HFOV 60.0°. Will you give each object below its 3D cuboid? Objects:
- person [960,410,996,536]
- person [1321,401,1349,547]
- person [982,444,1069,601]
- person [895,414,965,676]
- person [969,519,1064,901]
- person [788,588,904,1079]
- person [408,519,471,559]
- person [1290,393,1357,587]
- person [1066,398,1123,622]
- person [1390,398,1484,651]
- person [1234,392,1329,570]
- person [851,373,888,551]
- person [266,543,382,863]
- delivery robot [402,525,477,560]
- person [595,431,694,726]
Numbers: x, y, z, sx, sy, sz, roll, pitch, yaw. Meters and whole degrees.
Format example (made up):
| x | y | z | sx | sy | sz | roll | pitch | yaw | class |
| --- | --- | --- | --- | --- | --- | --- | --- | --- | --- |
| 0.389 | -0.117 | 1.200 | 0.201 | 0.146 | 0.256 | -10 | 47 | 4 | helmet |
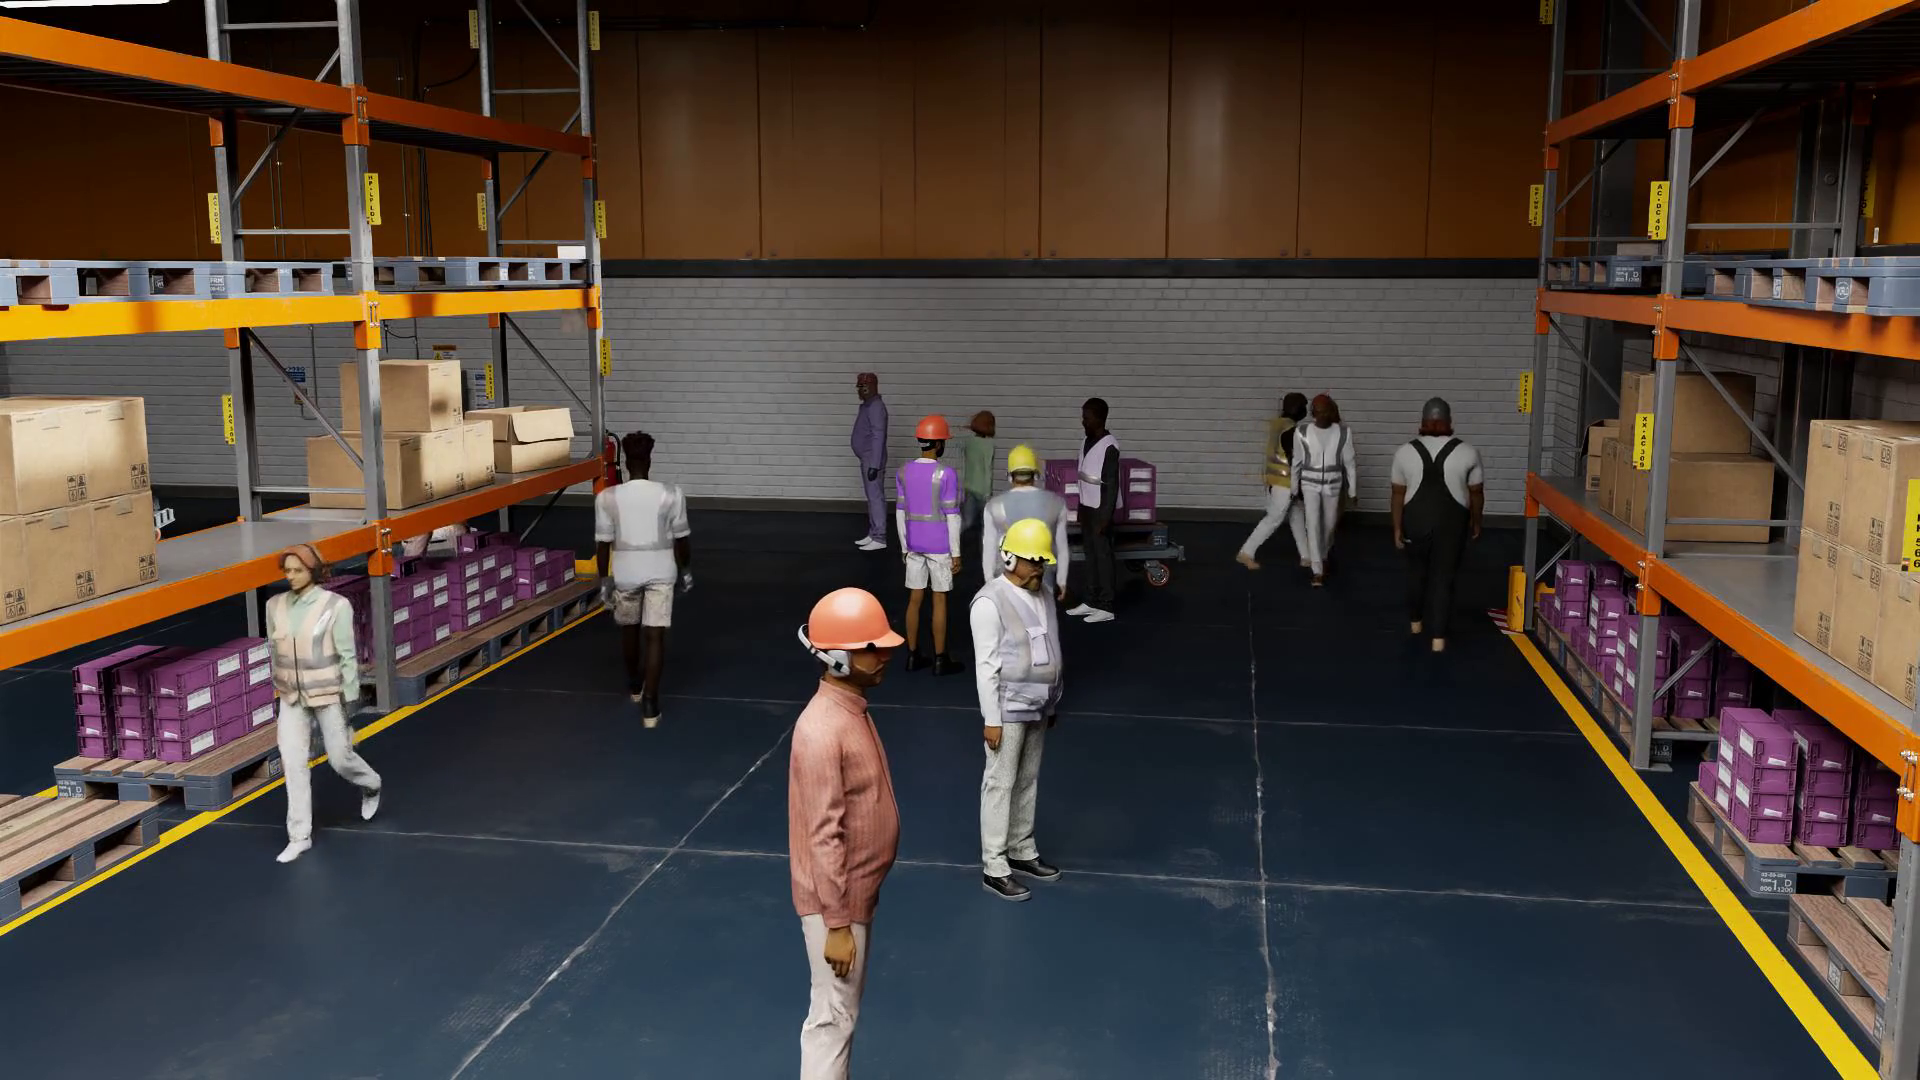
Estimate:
| x | y | z | sx | sy | sz | roll | pitch | yaw | class |
| --- | --- | --- | --- | --- | --- | --- | --- | --- | --- |
| 0.130 | -0.491 | 16.588 | 0.699 | 1.609 | 0.509 | -6 | 11 | -35 | person |
| 3.924 | -0.691 | 17.763 | 0.516 | 1.617 | 0.536 | 3 | 10 | 19 | person |
| 0.449 | 0.254 | 11.379 | 0.606 | 1.816 | 0.684 | 0 | 9 | 1 | person |
| -0.208 | 0.038 | 12.332 | 0.551 | 1.936 | 0.357 | 7 | 11 | 35 | person |
| 0.296 | 0.796 | 8.010 | 0.403 | 1.822 | 0.588 | 6 | 11 | 33 | person |
| -0.364 | 1.136 | 5.378 | 0.379 | 1.996 | 0.611 | 0 | 9 | 3 | person |
| -4.738 | -0.422 | 15.197 | 0.612 | 1.950 | 0.998 | 5 | 11 | 29 | person |
| 3.503 | -0.512 | 16.064 | 0.609 | 1.851 | 0.939 | 1 | 9 | 7 | person |
| 1.178 | -0.262 | 14.242 | 0.391 | 1.919 | 0.593 | -4 | 10 | -21 | person |
| 3.826 | -0.177 | 13.340 | 0.701 | 2.000 | 1.036 | 4 | 10 | 22 | person |
| 3.226 | -0.586 | 16.647 | 0.968 | 1.795 | 0.629 | 0 | 9 | 1 | person |
| -0.972 | -0.840 | 17.857 | 0.399 | 1.905 | 0.643 | -1 | 9 | -7 | person |
| -3.302 | 0.797 | 8.634 | 0.516 | 1.623 | 0.689 | 2 | 9 | 12 | person |
| -5.150 | 0.010 | 16.466 | 0.477 | 0.478 | 0.707 | 8 | 12 | 41 | delivery robot |
| -2.119 | 0.222 | 11.243 | 0.612 | 1.918 | 0.985 | 0 | 9 | -3 | person |
